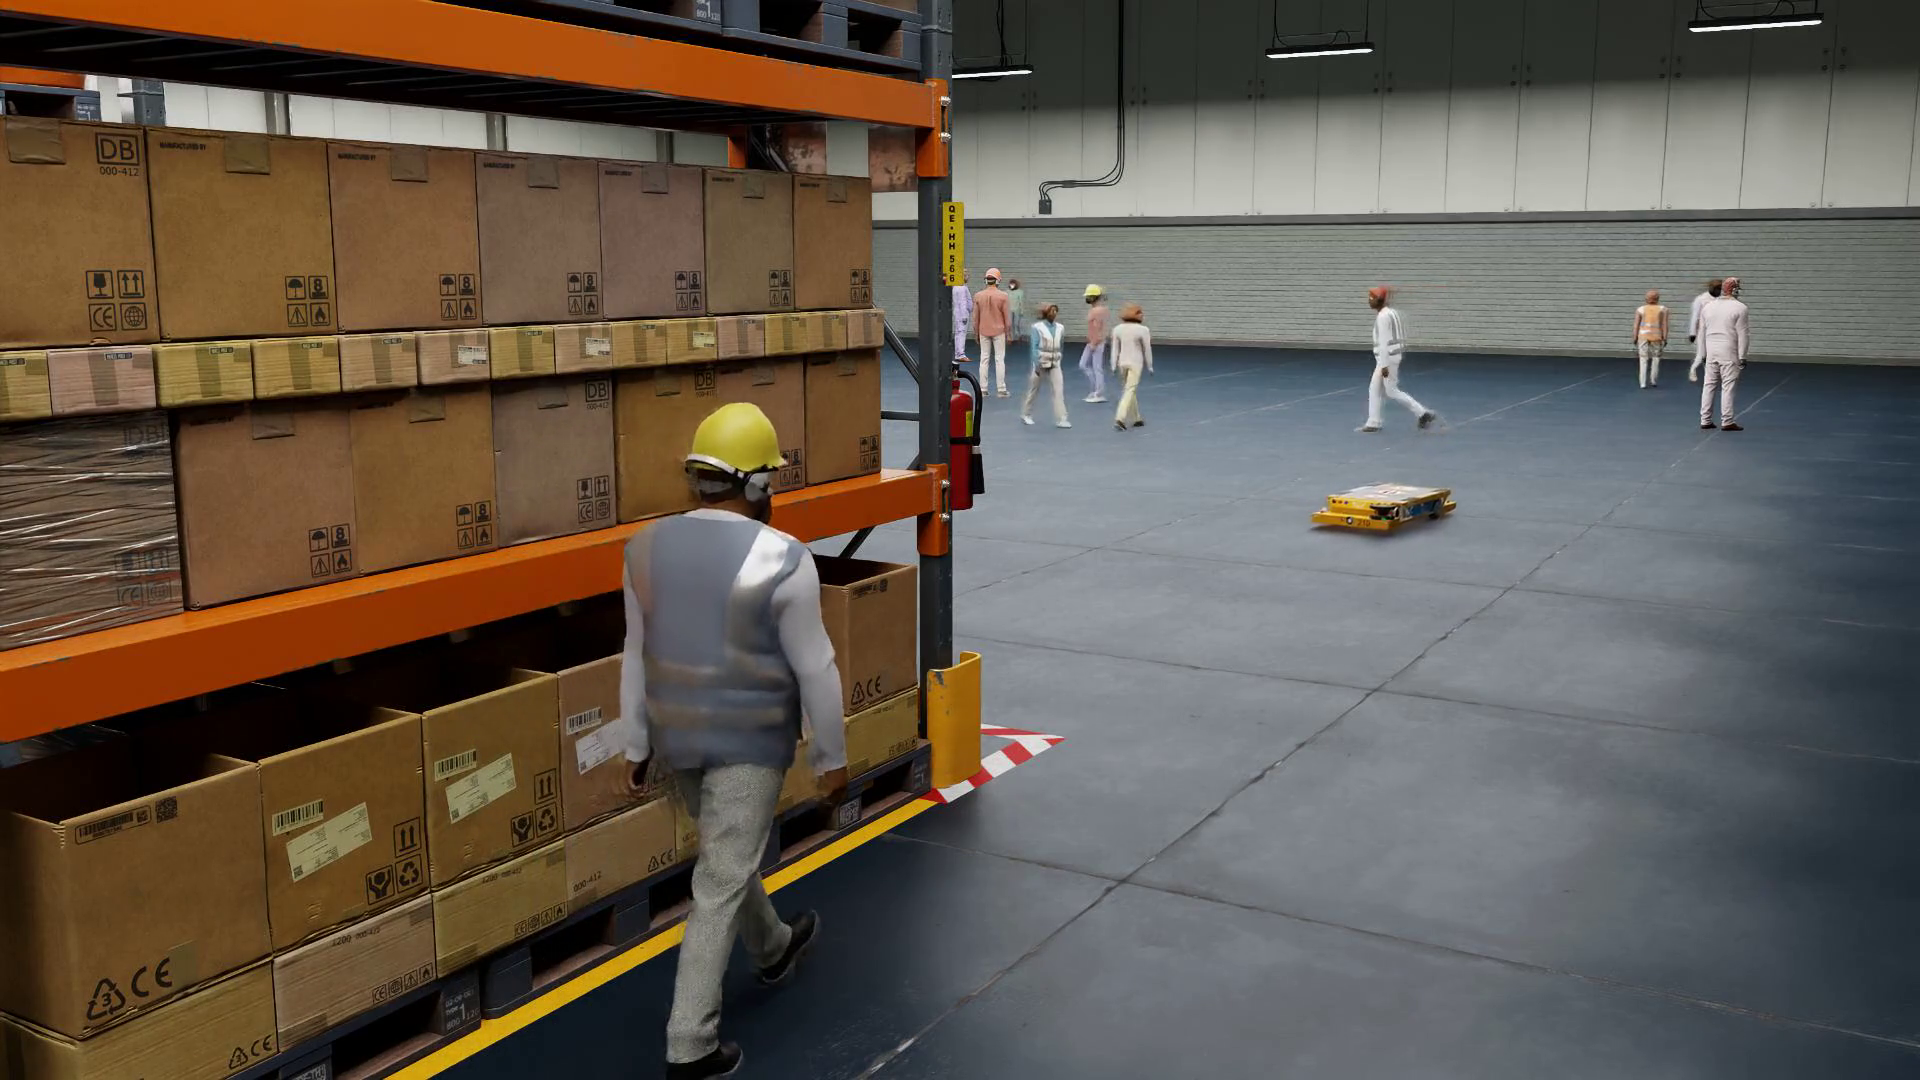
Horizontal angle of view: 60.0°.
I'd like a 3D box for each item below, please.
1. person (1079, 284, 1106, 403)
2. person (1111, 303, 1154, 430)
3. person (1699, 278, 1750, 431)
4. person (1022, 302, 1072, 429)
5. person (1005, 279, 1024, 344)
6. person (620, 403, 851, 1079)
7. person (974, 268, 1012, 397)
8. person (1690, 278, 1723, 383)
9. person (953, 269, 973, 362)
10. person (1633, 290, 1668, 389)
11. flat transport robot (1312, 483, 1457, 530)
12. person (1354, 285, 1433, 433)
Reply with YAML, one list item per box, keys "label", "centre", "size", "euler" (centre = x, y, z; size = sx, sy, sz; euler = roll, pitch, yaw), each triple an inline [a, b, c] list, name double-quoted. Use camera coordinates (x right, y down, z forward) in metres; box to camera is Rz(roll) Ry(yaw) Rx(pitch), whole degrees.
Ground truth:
- label: "person"
  centre: [1.963, -2.907, 24.675]
  size: [0.408, 1.749, 0.554]
  euler: [-1, 10, -6]
- label: "person"
  centre: [2.142, -2.183, 20.943]
  size: [0.506, 1.593, 0.858]
  euler: [8, 12, 38]
- label: "person"
  centre: [9.592, -2.324, 20.842]
  size: [0.400, 1.907, 0.645]
  euler: [-5, 11, -29]
- label: "person"
  centre: [1.095, -2.240, 21.264]
  size: [0.530, 1.592, 0.885]
  euler: [-6, 11, -31]
- label: "person"
  centre: [1.316, -5.613, 40.931]
  size: [0.502, 1.621, 0.468]
  euler: [4, 11, 24]
- label: "person"
  centre: [-0.584, 0.521, 4.544]
  size: [0.615, 1.777, 0.948]
  euler: [5, 11, 29]
- label: "person"
  centre: [0.512, -3.193, 25.684]
  size: [0.608, 1.990, 0.385]
  euler: [4, 10, 20]
- label: "person"
  centre: [12.508, -3.459, 27.746]
  size: [0.639, 1.822, 0.509]
  euler: [-1, 10, -5]
- label: "person"
  centre: [0.068, -4.632, 34.347]
  size: [0.409, 1.907, 0.651]
  euler: [-2, 10, -10]
- label: "person"
  centre: [11.422, -3.317, 27.509]
  size: [0.535, 1.609, 0.723]
  euler: [5, 11, 26]
- label: "flat transport robot"
  centre: [3.522, -0.292, 13.725]
  size: [0.652, 0.197, 1.431]
  euler: [7, 12, 37]
- label: "person"
  centre: [5.326, -2.192, 20.308]
  size: [0.859, 1.843, 0.589]
  euler: [2, 10, 13]
